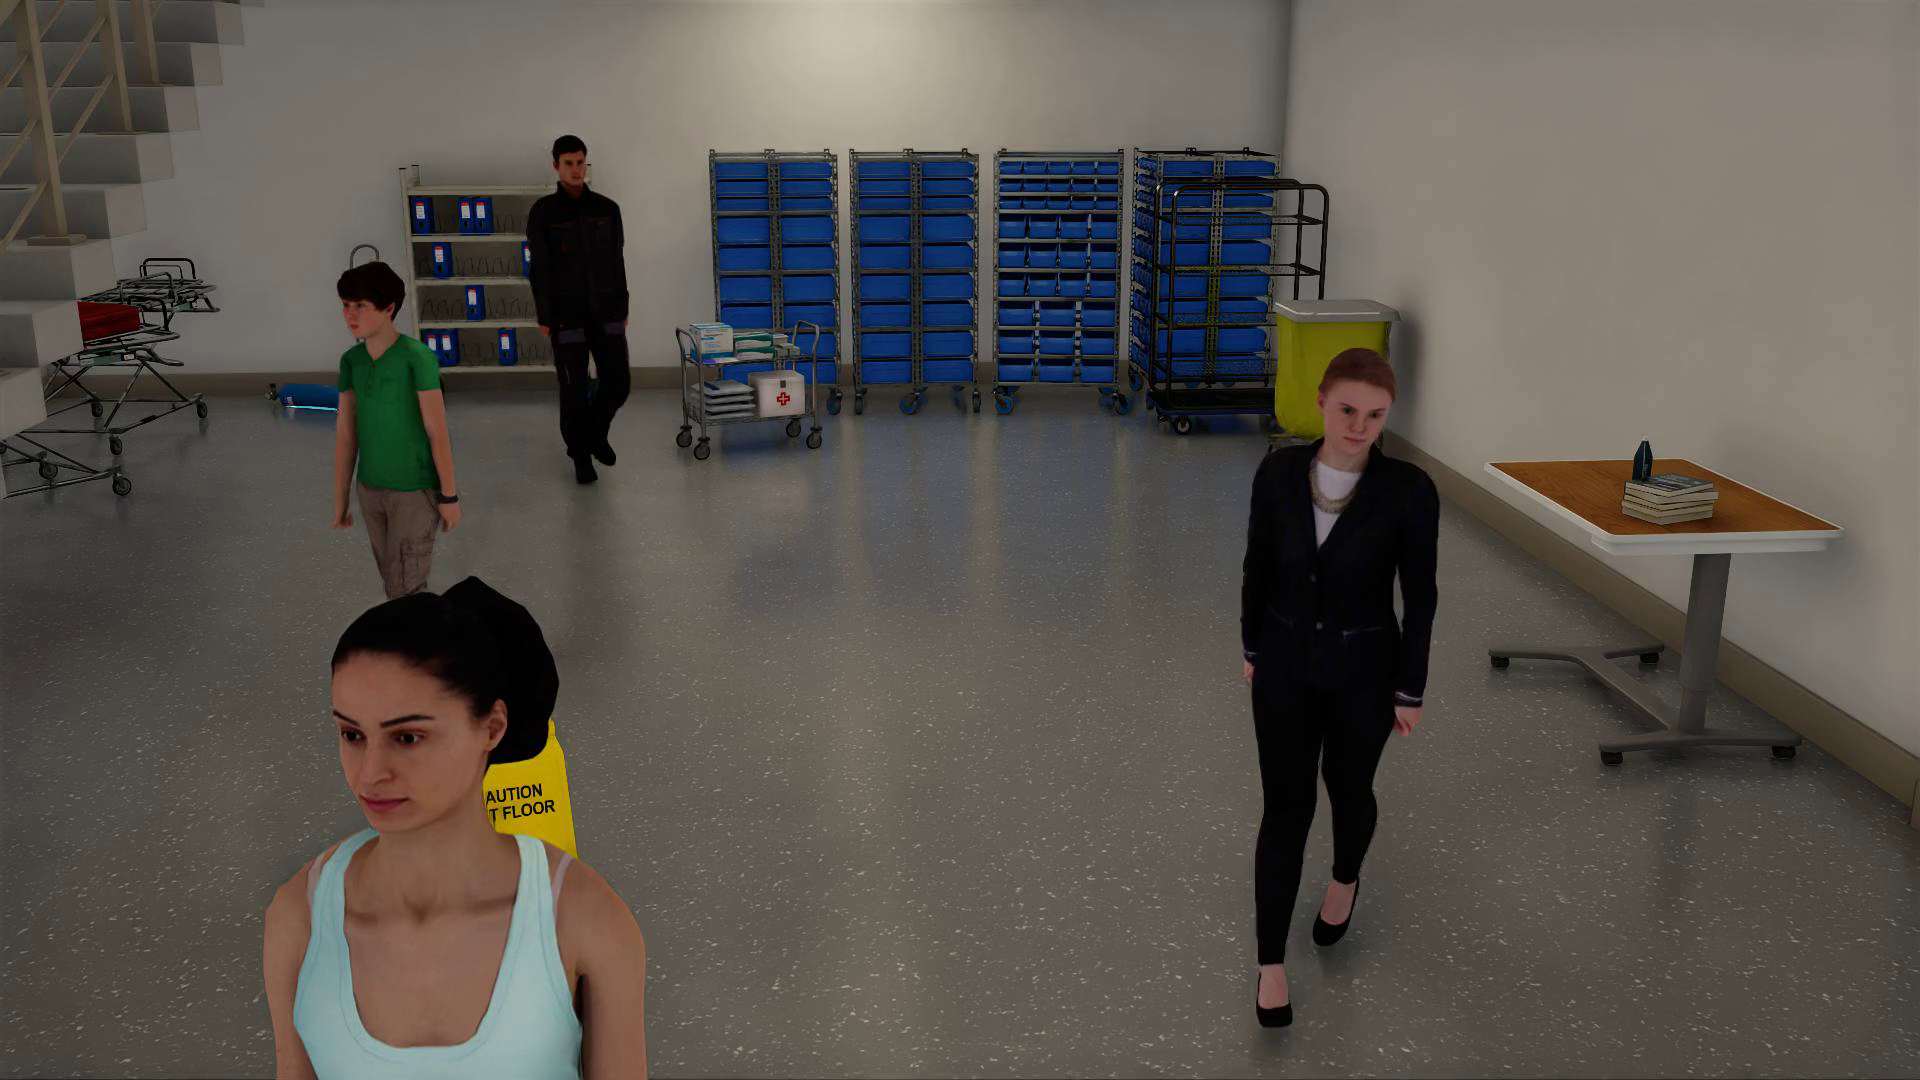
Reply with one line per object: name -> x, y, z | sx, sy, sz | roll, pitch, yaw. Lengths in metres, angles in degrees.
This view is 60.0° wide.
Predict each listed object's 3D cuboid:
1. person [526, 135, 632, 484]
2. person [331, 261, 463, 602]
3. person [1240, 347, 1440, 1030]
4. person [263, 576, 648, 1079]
person -> -2.167, -1.314, 9.451 | 0.863, 1.933, 0.890 | -9, 18, -30
person -> -1.942, -0.179, 5.958 | 0.707, 1.644, 0.731 | 7, 17, 24
person -> 0.931, 0.335, 4.143 | 0.931, 1.640, 1.125 | 8, 18, 26
person -> -0.545, 0.905, 1.891 | 0.614, 1.764, 0.580 | 0, 16, 1
